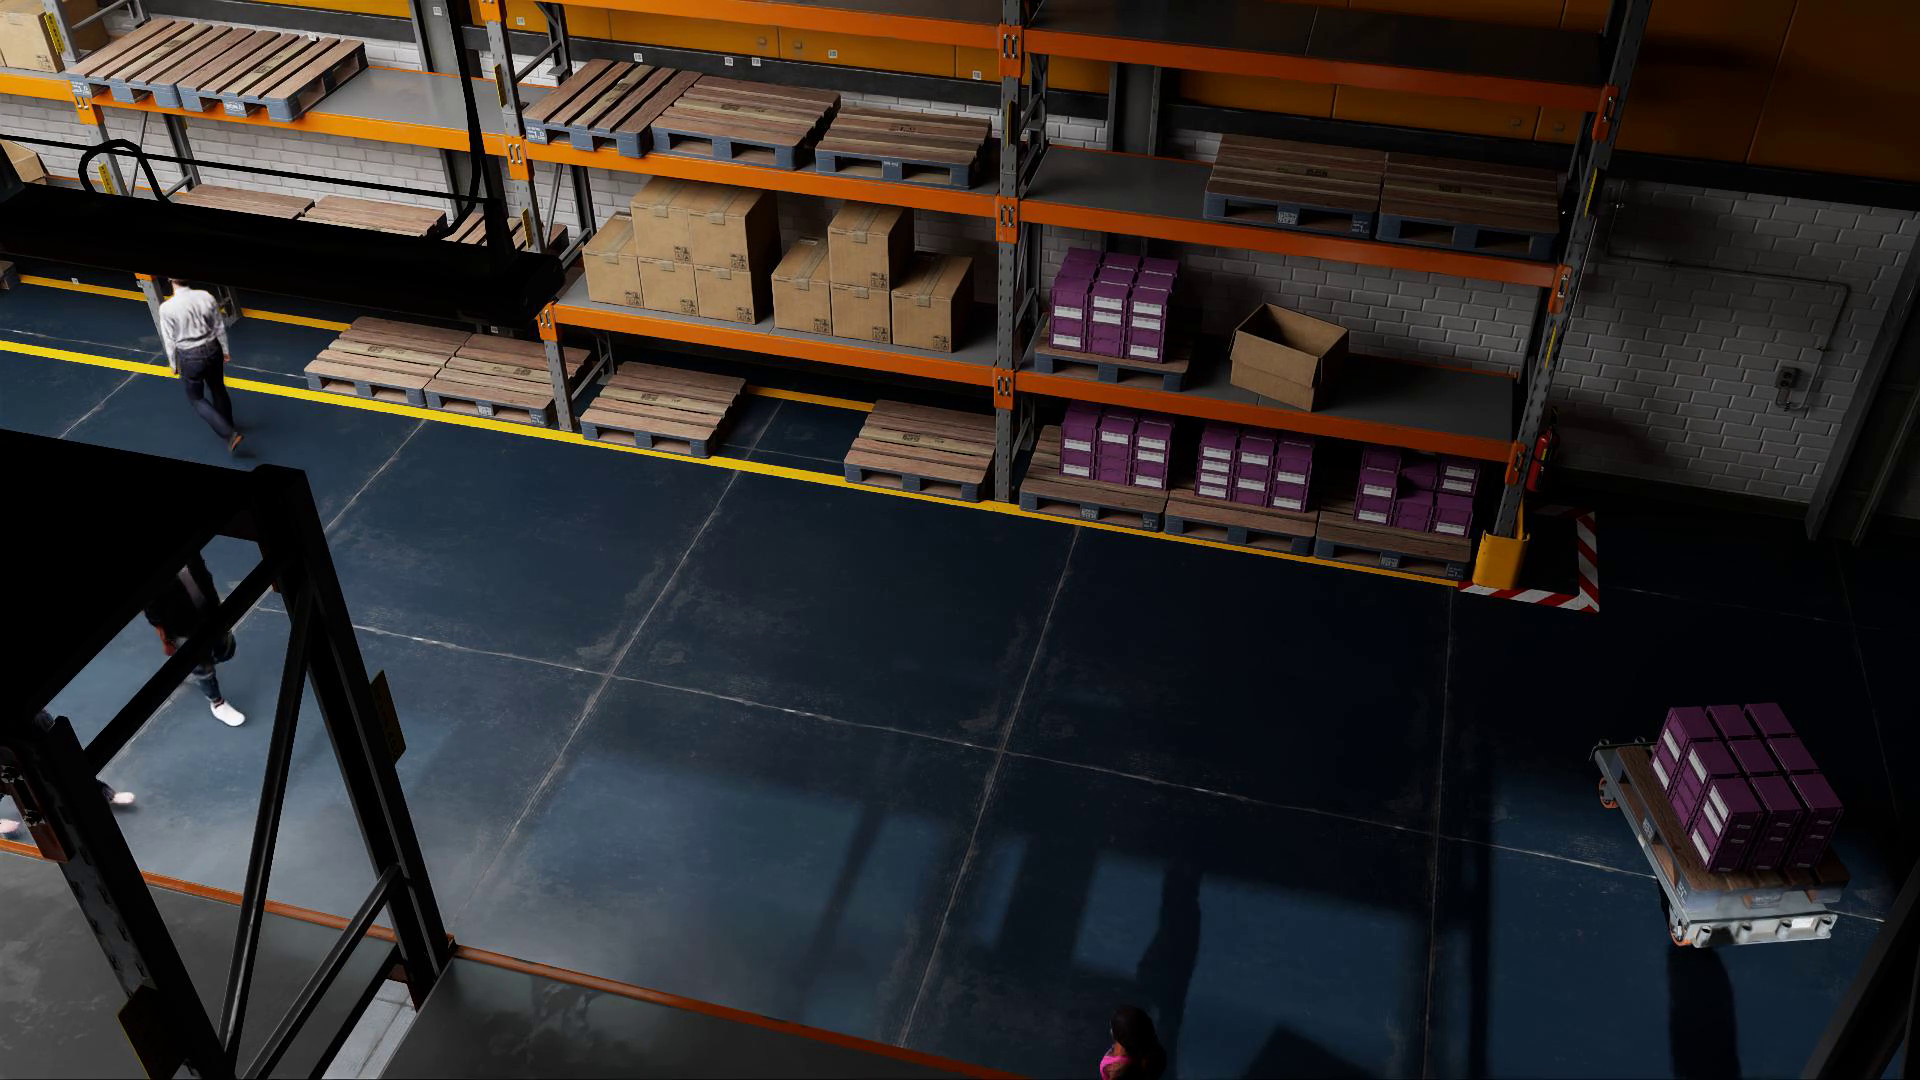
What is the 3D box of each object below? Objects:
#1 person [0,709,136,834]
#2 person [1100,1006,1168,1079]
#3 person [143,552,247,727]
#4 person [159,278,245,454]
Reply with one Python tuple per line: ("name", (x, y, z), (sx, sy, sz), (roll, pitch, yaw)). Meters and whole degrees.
("person", (-6.176, 1.212, 10.626), (1.304, 1.819, 1.000), (-5, 39, -7))
("person", (0.938, 2.997, 8.480), (0.748, 1.708, 0.831), (-31, 48, -33))
("person", (-5.398, 0.512, 11.522), (0.919, 1.794, 0.793), (17, 42, 20))
("person", (-6.426, -1.534, 14.077), (1.116, 1.803, 0.939), (30, 48, 32))
